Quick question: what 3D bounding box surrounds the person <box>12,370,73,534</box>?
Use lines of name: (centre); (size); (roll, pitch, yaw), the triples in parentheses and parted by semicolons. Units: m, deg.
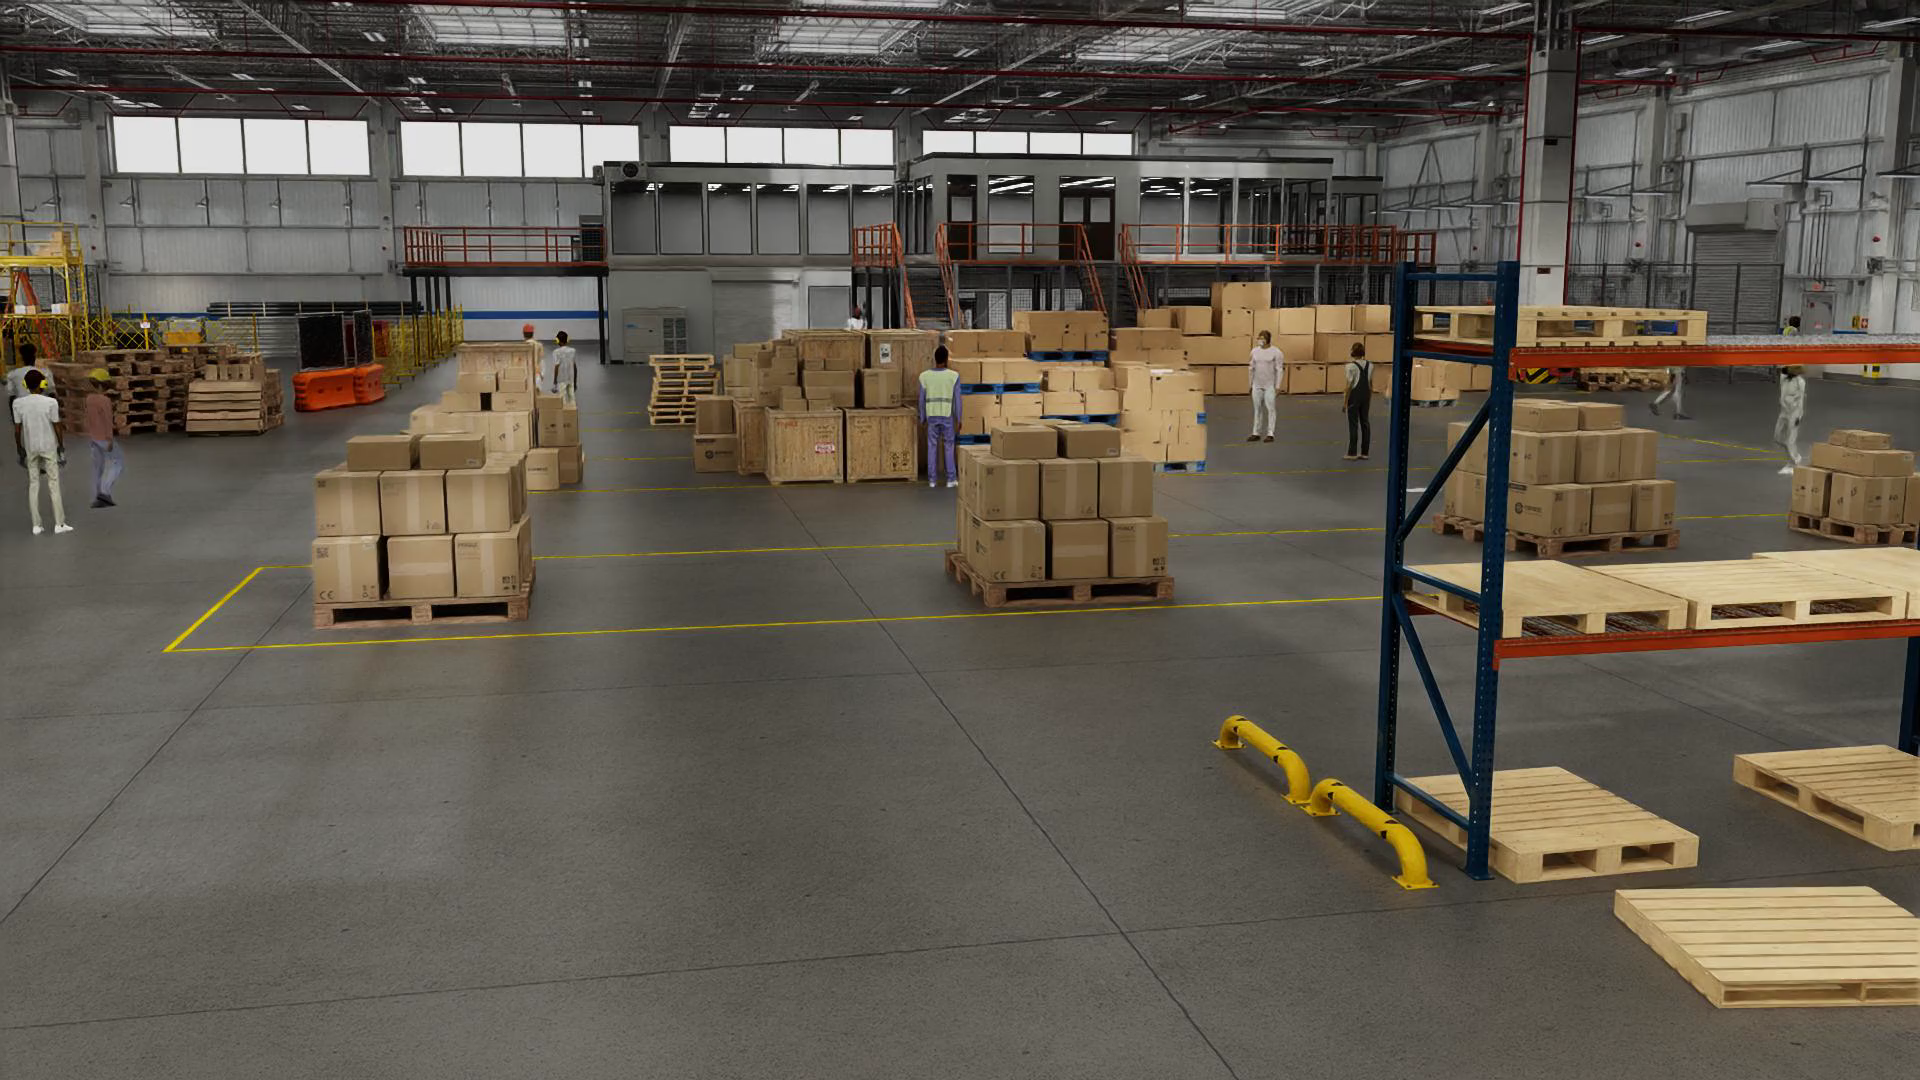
person: (-10.354, -0.989, 18.746); (0.514, 1.865, 0.329); (-2, 9, -11)

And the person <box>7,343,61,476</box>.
person: (-13.182, -1.824, 23.614); (0.616, 1.940, 0.822); (-1, 9, -6)

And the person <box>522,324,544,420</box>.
person: (-8.480, -3.325, 32.923); (0.559, 1.894, 0.985); (-5, 11, -29)

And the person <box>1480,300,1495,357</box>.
person: (16.972, -6.752, 53.535); (0.628, 1.972, 0.678); (-5, 11, -30)

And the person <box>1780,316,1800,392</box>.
person: (19.942, -4.447, 39.902); (0.430, 1.841, 0.624); (1, 9, 7)

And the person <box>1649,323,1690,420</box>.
person: (14.093, -3.342, 32.906); (0.717, 1.927, 0.614); (5, 11, 29)

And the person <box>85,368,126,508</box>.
person: (-10.697, -1.263, 20.768); (0.531, 1.754, 0.385); (5, 11, 28)

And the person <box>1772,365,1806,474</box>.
person: (12.107, -1.819, 24.217); (0.426, 1.733, 0.497); (-2, 10, -12)

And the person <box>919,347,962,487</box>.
person: (-0.264, -1.677, 22.772); (0.597, 1.916, 0.370); (2, 10, 12)

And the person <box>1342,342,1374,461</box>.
person: (6.180, -2.143, 25.849); (0.506, 1.841, 0.345); (-4, 10, -21)

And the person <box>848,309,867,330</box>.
person: (-2.905, -5.648, 47.258); (0.577, 1.832, 0.972); (-2, 9, -10)

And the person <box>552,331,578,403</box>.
person: (-7.121, -2.827, 29.963); (0.327, 1.862, 0.519); (8, 13, 42)

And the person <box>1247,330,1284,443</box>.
person: (5.246, -2.640, 28.596); (0.628, 1.934, 0.375); (8, 12, 39)
